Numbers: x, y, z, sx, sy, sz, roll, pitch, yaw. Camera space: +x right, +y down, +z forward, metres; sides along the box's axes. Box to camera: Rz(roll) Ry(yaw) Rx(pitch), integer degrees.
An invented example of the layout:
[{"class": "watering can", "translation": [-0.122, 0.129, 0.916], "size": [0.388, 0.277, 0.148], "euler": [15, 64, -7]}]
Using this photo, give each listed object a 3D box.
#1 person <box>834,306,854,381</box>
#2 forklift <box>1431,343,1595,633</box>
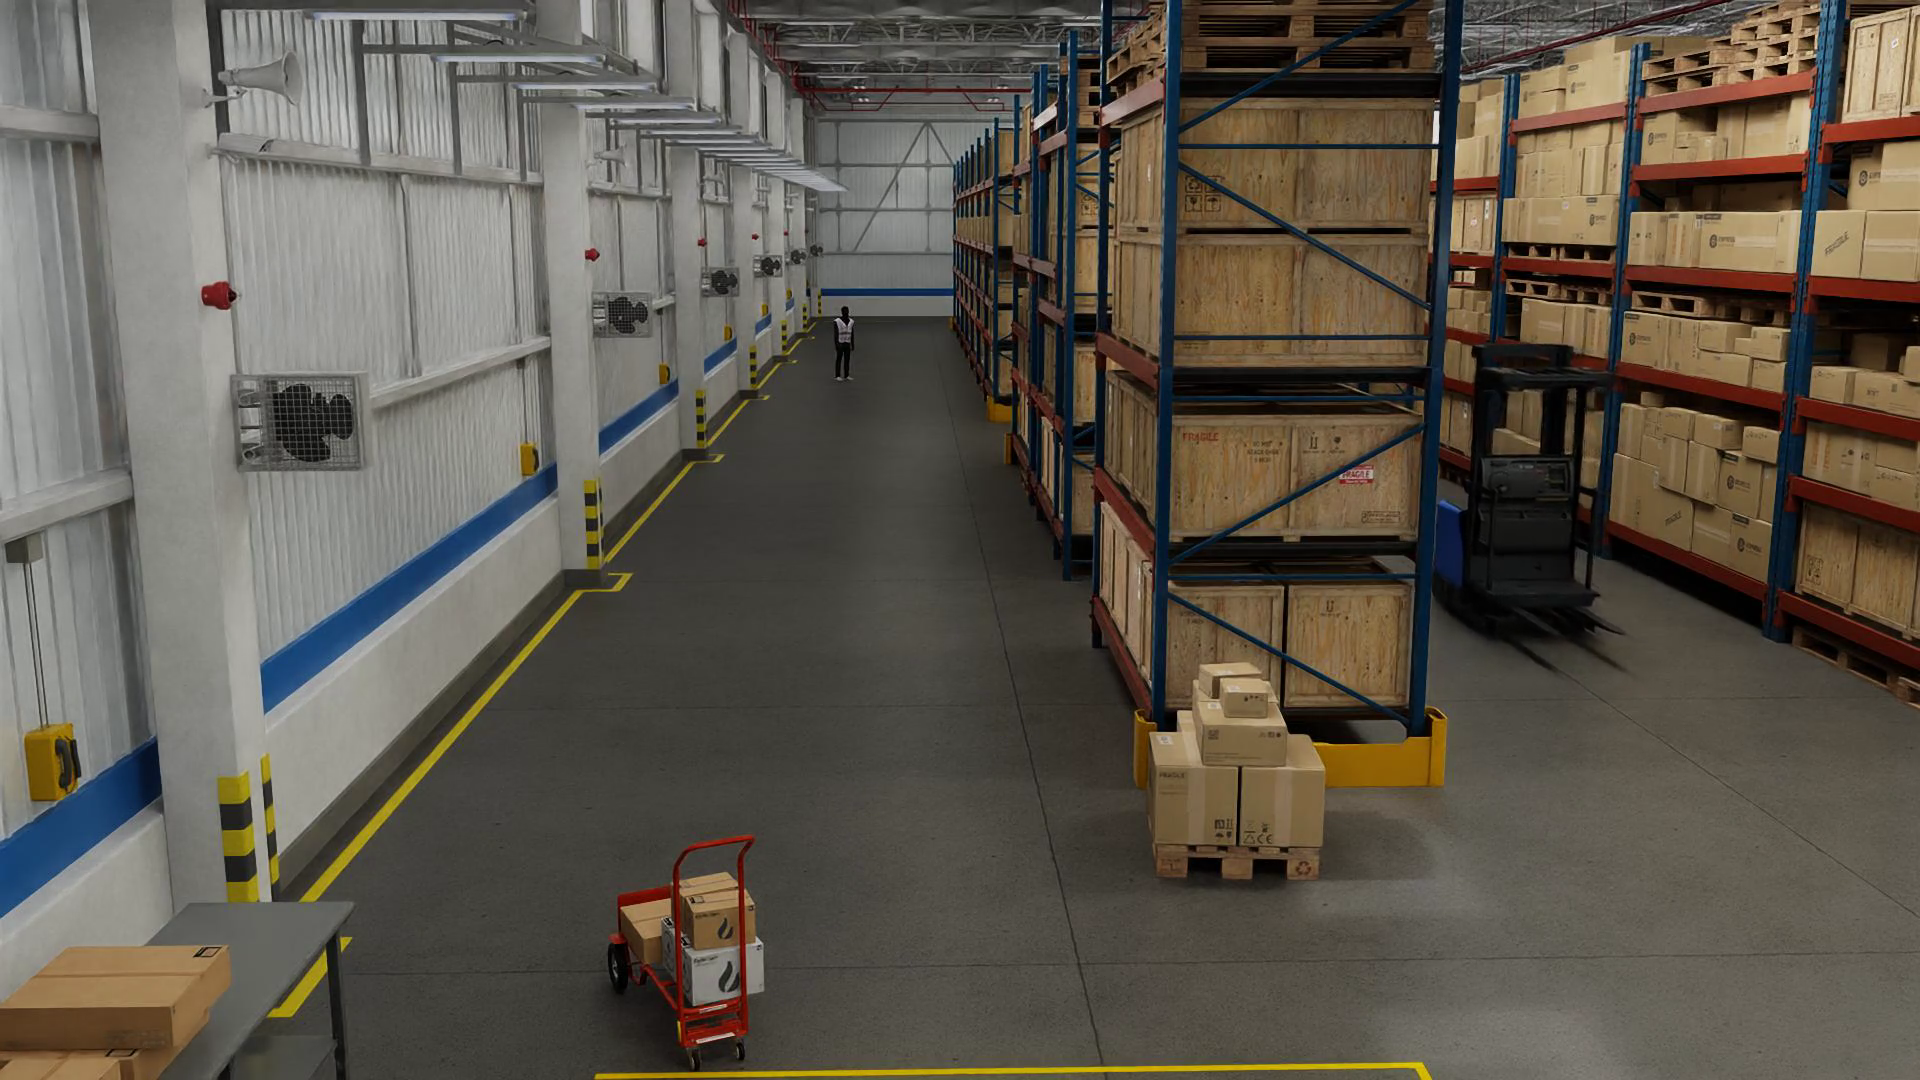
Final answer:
[{"class": "person", "translation": [-2.968, -5.014, 42.484], "size": [0.592, 1.912, 0.400], "euler": [-9, 14, -38]}, {"class": "forklift", "translation": [5.668, -0.612, 17.031], "size": [1.129, 2.768, 1.873], "euler": [0, 11, -2]}]
